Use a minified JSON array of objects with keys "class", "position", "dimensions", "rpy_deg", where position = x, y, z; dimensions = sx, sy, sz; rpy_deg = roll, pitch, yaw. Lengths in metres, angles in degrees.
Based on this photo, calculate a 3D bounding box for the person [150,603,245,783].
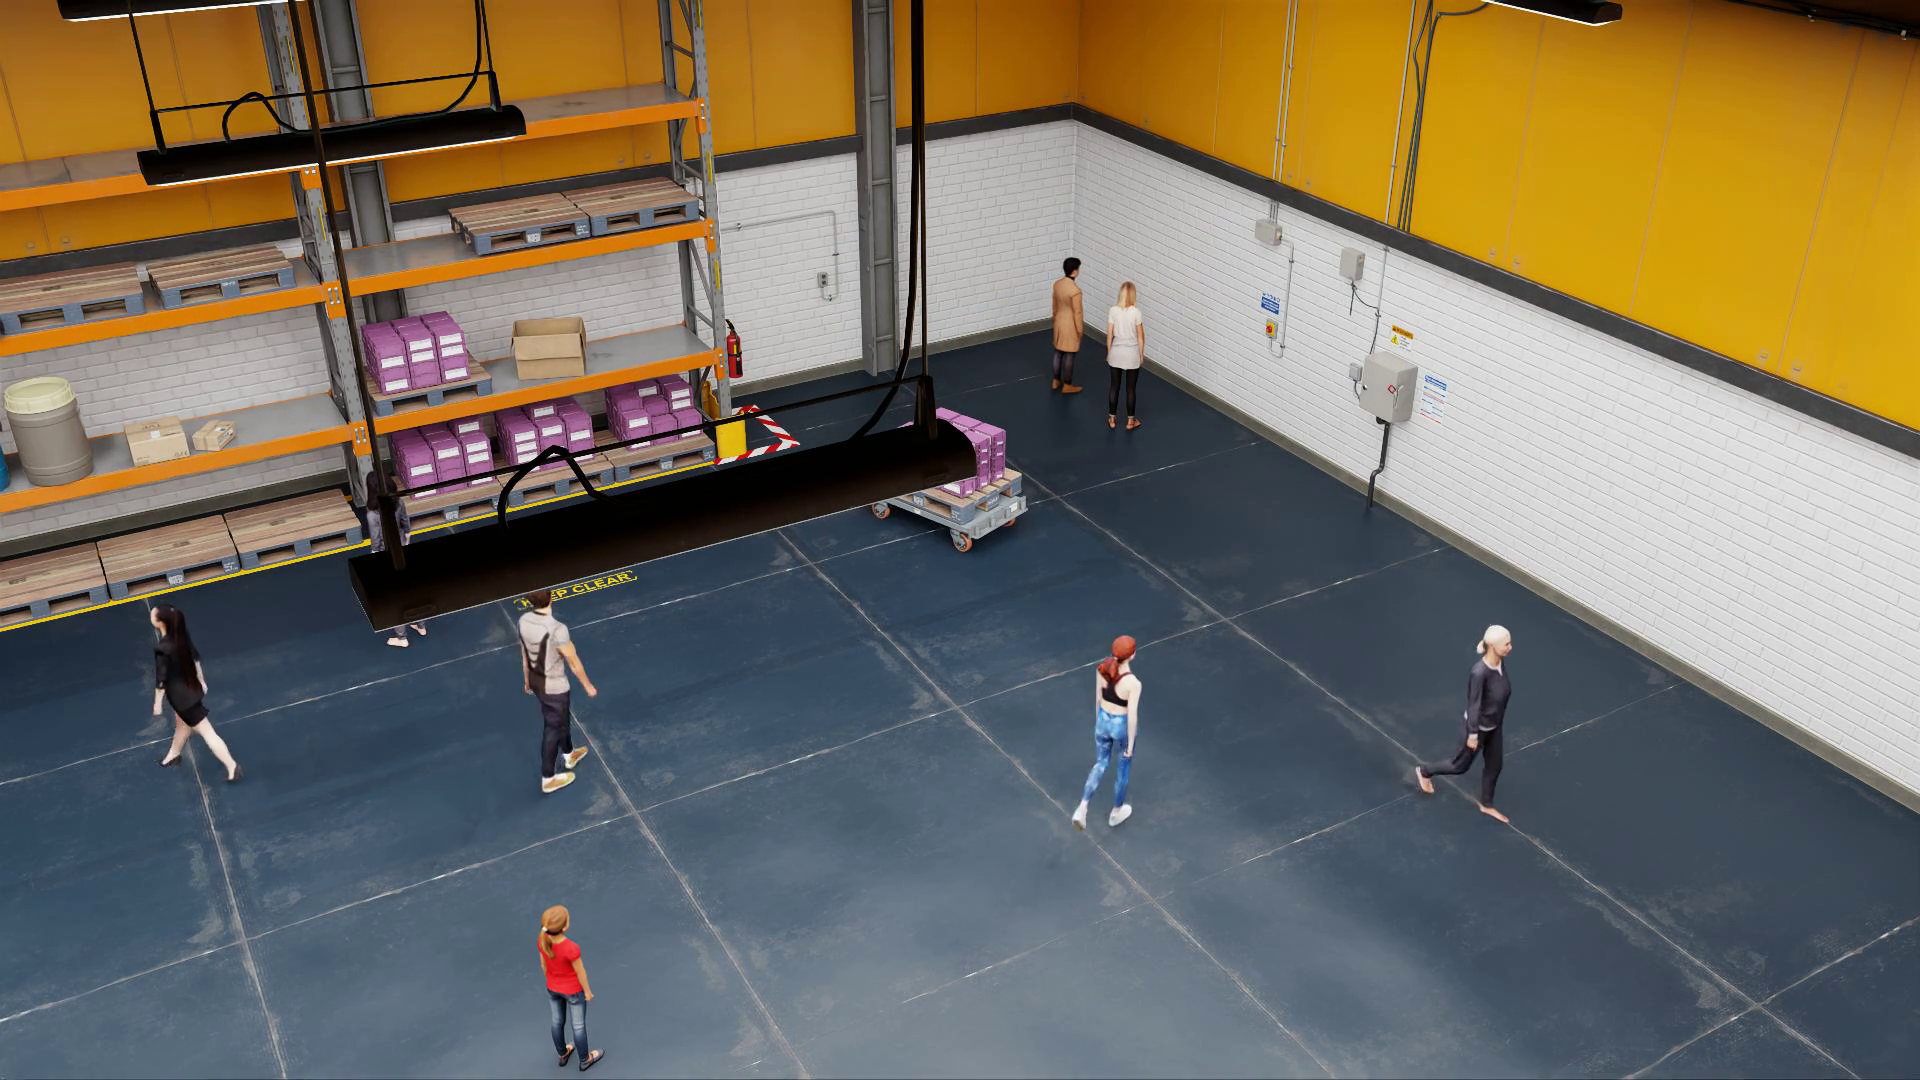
[{"class":"person","position":[-6.148,1.274,13.424],"dimensions":[1.098,1.659,0.909],"rpy_deg":[0,29,0]}]

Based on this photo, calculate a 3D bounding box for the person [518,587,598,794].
[{"class":"person","position":[-3.352,1.213,13.322],"dimensions":[0.867,1.864,0.959],"rpy_deg":[22,36,35]}]

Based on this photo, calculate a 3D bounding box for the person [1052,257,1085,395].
[{"class":"person","position":[1.319,-2.664,20.573],"dimensions":[0.653,1.726,0.682],"rpy_deg":[-20,34,-32]}]

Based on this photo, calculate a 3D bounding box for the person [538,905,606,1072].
[{"class":"person","position":[-2.566,2.904,10.798],"dimensions":[0.572,1.311,0.626],"rpy_deg":[10,30,18]}]

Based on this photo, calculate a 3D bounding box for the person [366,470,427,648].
[{"class":"person","position":[-5.231,0.162,15.353],"dimensions":[0.734,1.764,0.609],"rpy_deg":[17,33,28]}]

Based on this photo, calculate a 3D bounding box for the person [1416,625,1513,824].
[{"class":"person","position":[4.046,1.416,13.116],"dimensions":[0.846,1.703,1.022],"rpy_deg":[25,37,38]}]

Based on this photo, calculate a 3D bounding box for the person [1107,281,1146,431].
[{"class":"person","position":[1.939,-2.167,19.558],"dimensions":[0.670,1.826,0.723],"rpy_deg":[9,30,15]}]

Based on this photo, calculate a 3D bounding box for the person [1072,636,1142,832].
[{"class":"person","position":[1.144,1.539,12.823],"dimensions":[0.794,1.769,1.010],"rpy_deg":[20,34,32]}]
